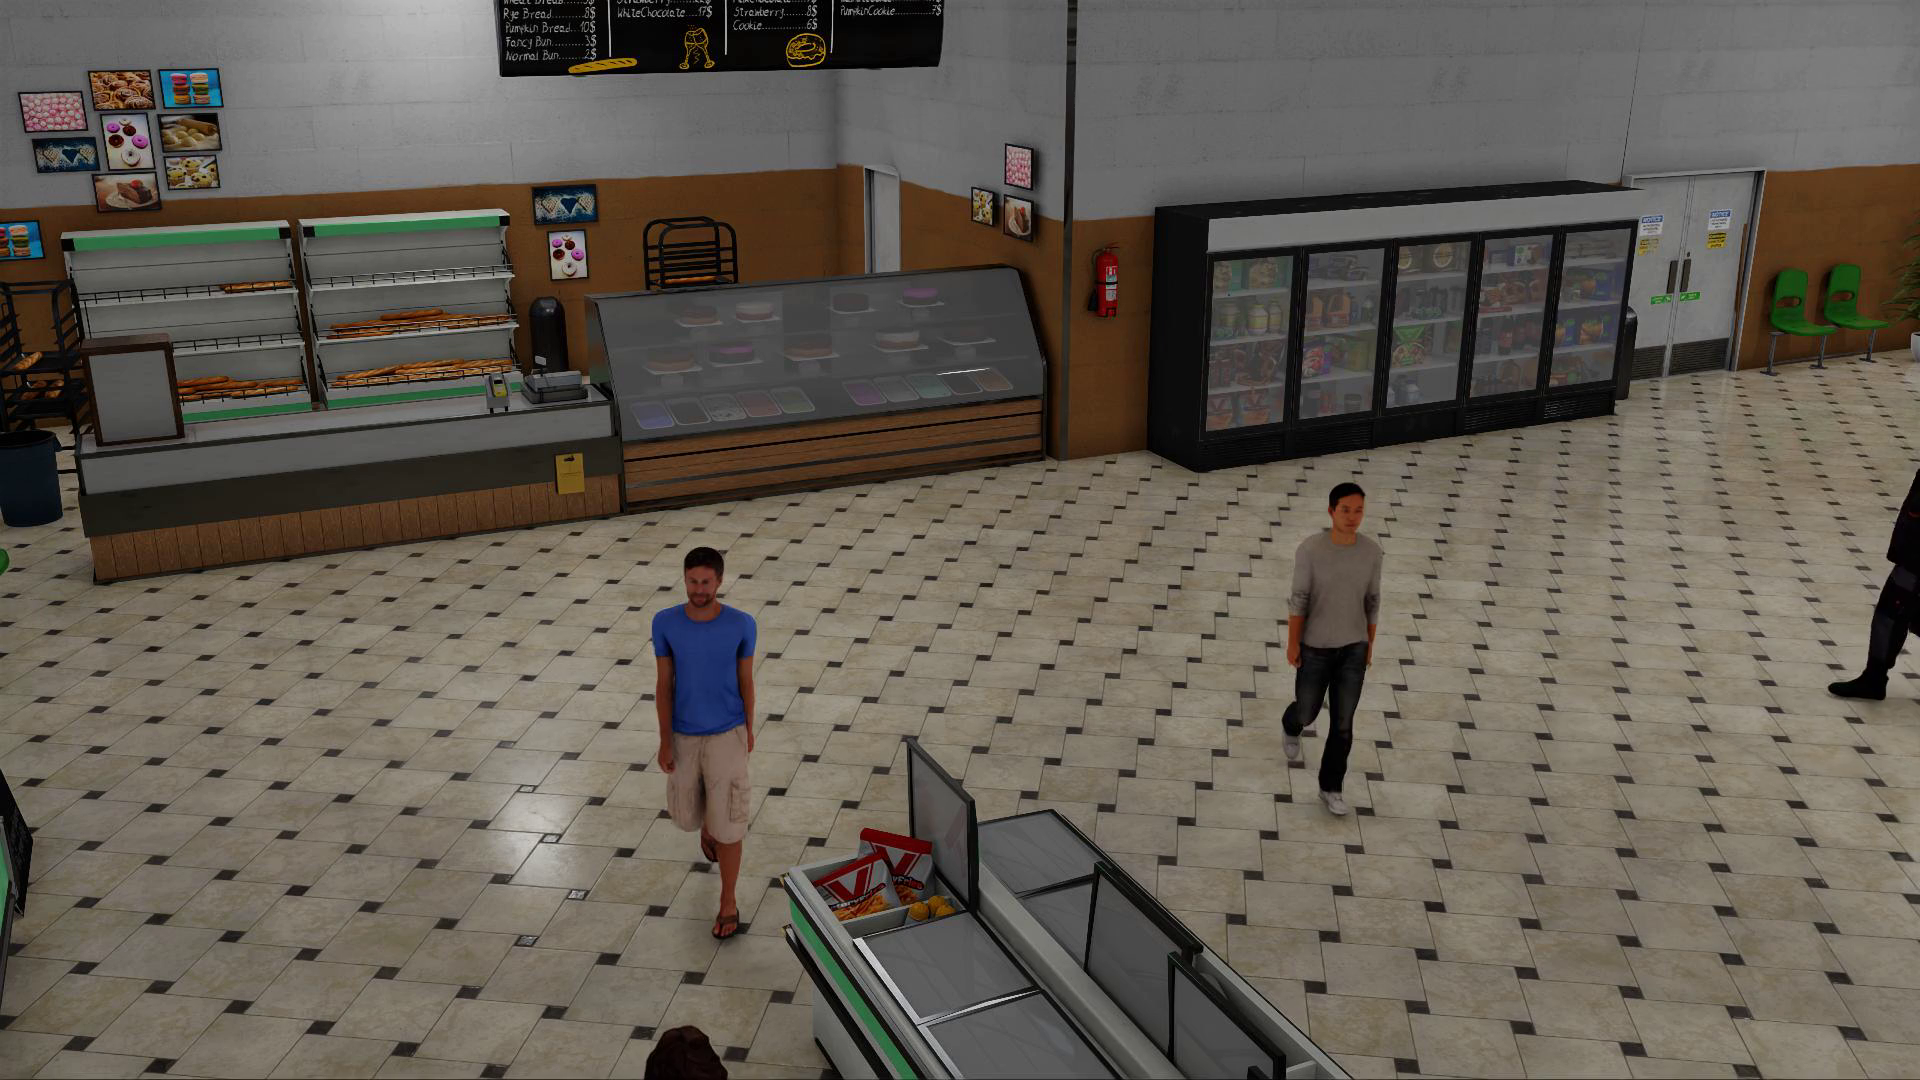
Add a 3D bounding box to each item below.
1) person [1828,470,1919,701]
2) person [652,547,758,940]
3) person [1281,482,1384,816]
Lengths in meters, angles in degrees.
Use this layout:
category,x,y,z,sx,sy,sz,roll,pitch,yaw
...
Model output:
category,x,y,z,sx,sy,sz,roll,pitch,yaw
person,5.925,0.167,10.065,1.223,1.799,1.125,8,20,22
person,-1.189,0.885,7.872,0.932,1.839,1.161,0,19,0
person,1.979,0.536,8.980,0.887,1.792,1.080,-1,19,-2
